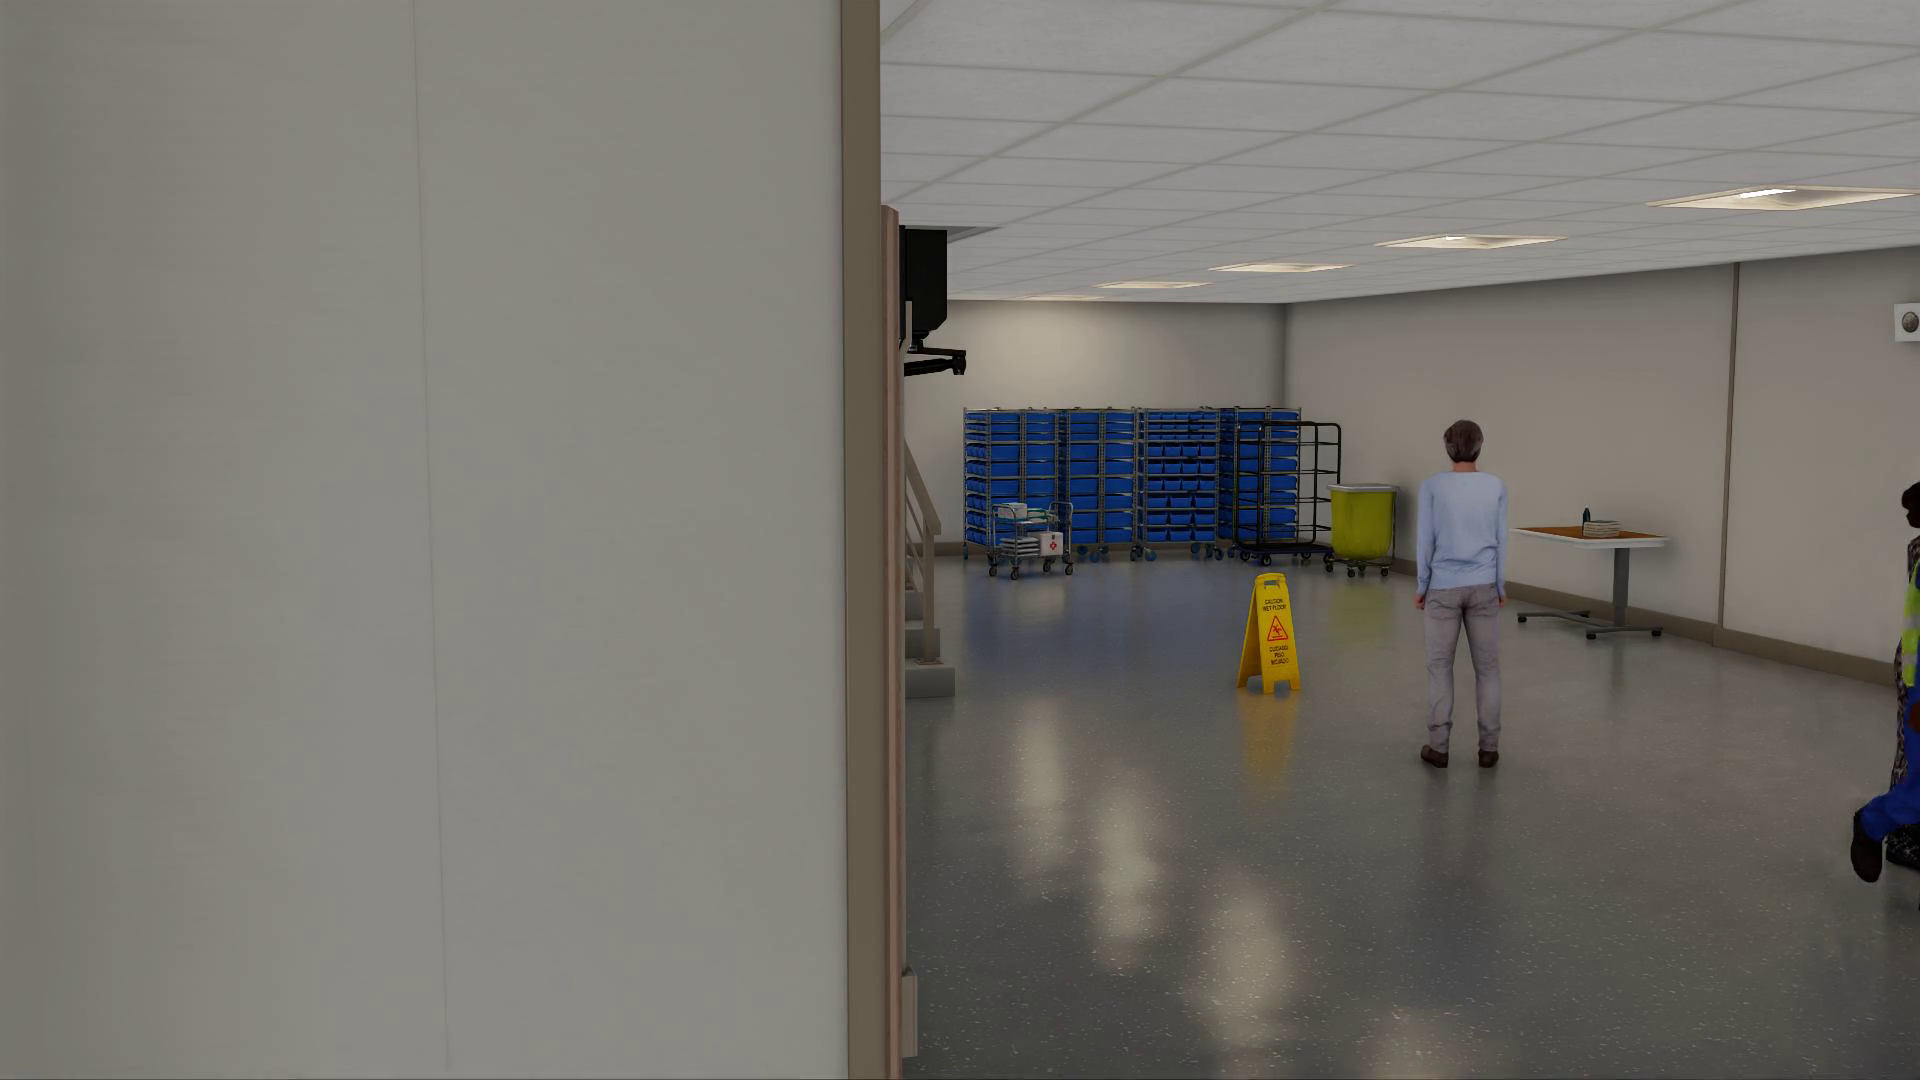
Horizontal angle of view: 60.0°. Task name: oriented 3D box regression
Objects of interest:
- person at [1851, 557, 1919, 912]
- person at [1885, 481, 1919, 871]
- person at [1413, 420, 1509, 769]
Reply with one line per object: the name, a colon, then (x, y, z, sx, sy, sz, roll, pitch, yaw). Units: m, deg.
person: (3.860, 0.595, 6.529, 0.724, 1.787, 0.941, -1, 6, -7)
person: (4.242, 0.566, 7.246, 0.640, 1.702, 0.649, -3, 7, -31)
person: (2.746, 0.284, 9.091, 0.732, 1.893, 0.710, 1, 6, 8)
